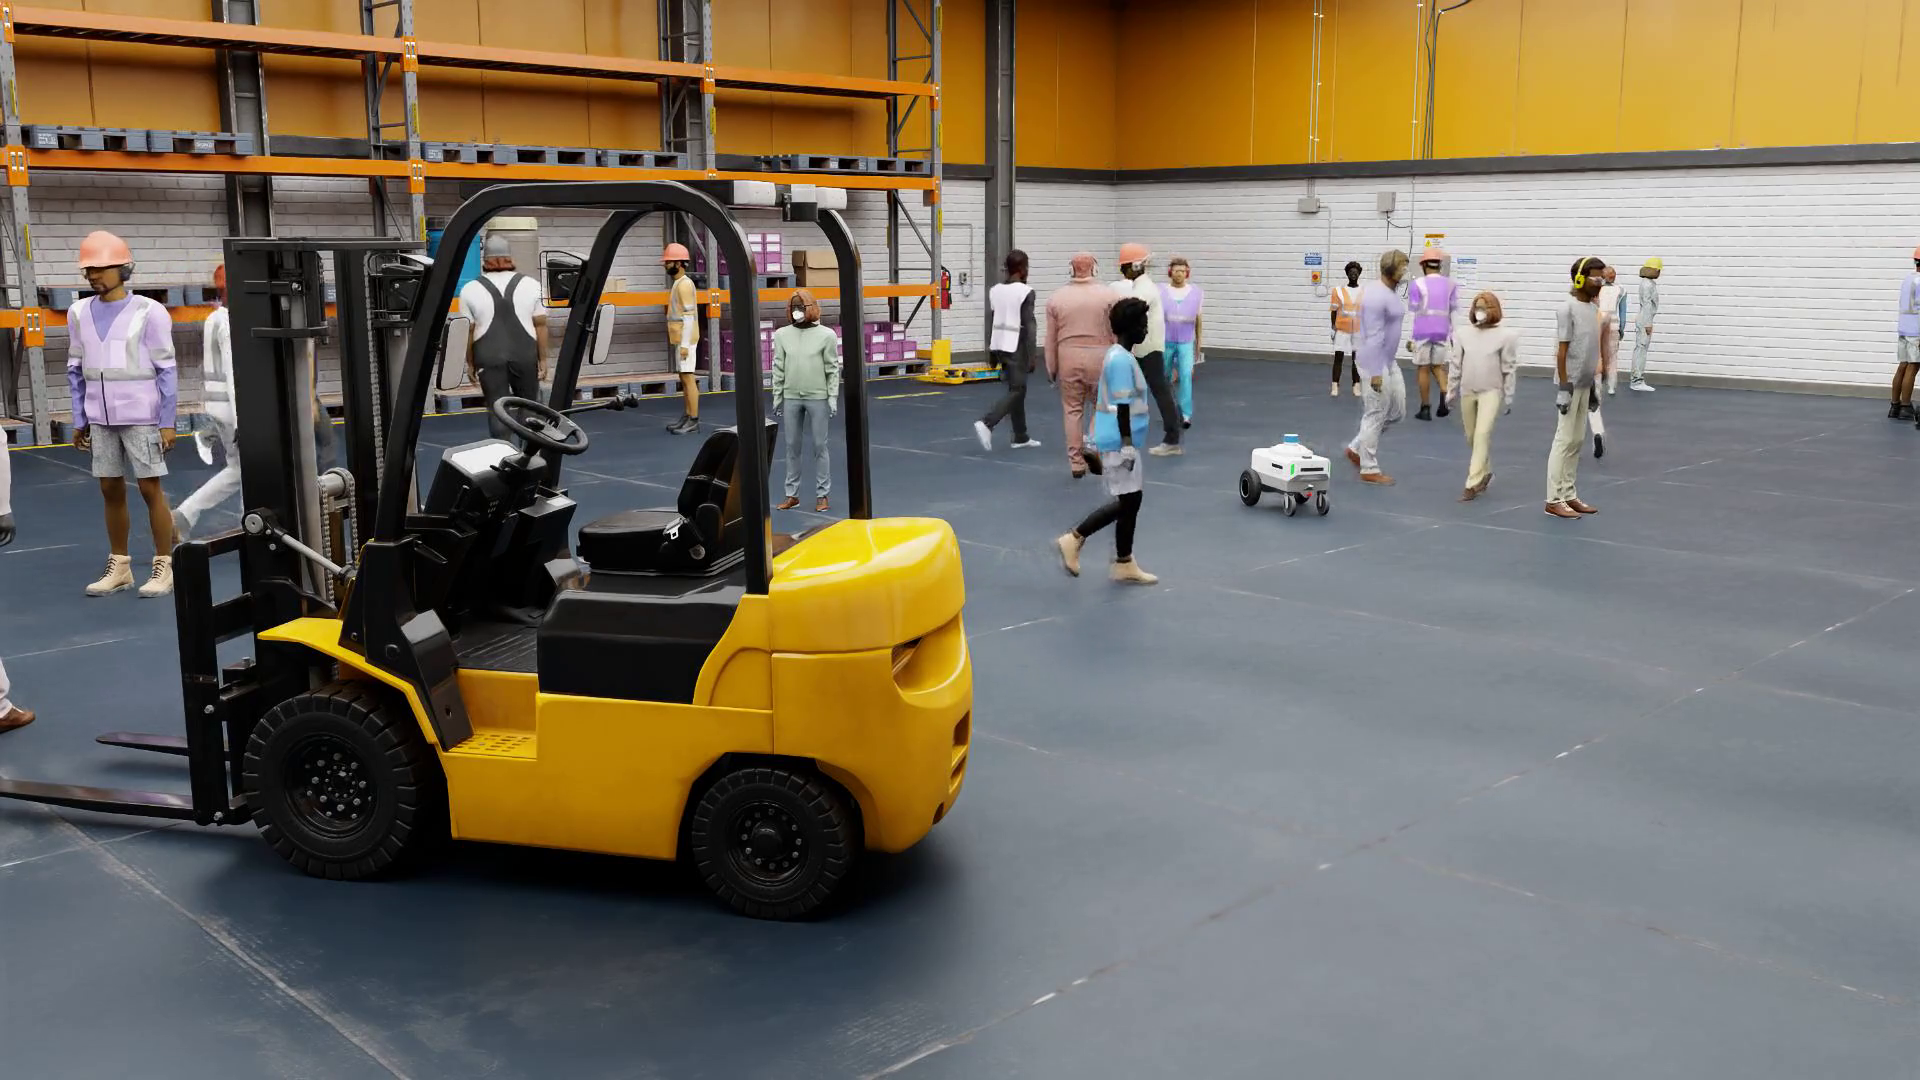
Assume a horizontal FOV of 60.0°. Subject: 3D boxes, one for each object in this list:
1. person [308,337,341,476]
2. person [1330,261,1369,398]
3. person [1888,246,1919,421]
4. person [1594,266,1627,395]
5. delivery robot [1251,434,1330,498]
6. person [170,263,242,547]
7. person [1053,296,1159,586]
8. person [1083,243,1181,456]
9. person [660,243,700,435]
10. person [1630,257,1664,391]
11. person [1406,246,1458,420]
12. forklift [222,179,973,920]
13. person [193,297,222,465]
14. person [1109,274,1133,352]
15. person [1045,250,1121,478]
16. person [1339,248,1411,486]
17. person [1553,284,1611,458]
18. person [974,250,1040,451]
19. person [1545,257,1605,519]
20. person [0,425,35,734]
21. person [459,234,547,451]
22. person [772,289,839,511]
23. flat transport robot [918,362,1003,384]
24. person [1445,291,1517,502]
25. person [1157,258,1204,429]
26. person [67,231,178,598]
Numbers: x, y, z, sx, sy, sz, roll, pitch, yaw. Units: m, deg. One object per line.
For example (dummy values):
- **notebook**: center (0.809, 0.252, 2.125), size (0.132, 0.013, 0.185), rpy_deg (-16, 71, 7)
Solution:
- **person**: center (-4.499, -0.958, 11.364), size (0.542, 1.819, 0.539), rpy_deg (7, 12, 33)
- **person**: center (4.885, -2.624, 20.788), size (0.536, 1.696, 0.322), rpy_deg (1, 10, 5)
- **person**: center (10.504, -2.277, 18.248), size (0.368, 1.932, 0.551), rpy_deg (2, 11, 9)
- **person**: center (8.169, -2.650, 21.095), size (0.525, 1.636, 0.307), rpy_deg (1, 10, 6)
- **delivery robot**: center (2.437, -0.537, 12.272), size (0.477, 0.478, 0.707), rpy_deg (-3, 11, -15)
- **person**: center (-4.549, -0.777, 10.286), size (0.729, 1.862, 0.592), rpy_deg (-7, 12, -32)
- **person**: center (0.867, -0.558, 9.554), size (0.517, 1.678, 0.542), rpy_deg (2, 11, 9)
- **person**: center (1.593, -1.734, 15.262), size (0.998, 1.930, 0.644), rpy_deg (0, 10, 0)
- **person**: center (-2.843, -2.039, 16.939), size (0.372, 1.939, 0.544), rpy_deg (-3, 11, -14)
- **person**: center (9.014, -2.826, 21.790), size (0.310, 1.735, 0.484), rpy_deg (3, 11, 17)
- **person**: center (5.165, -2.252, 18.237), size (0.549, 1.898, 0.552), rpy_deg (-2, 11, -10)
- **forklift**: center (-1.114, -0.058, 5.440), size (2.313, 2.155, 1.214), rpy_deg (2, 11, 13)
- **person**: center (-6.224, -1.531, 14.296), size (0.695, 1.903, 0.596), rpy_deg (1, 10, 7)
- **person**: center (1.761, -2.045, 17.291), size (0.558, 1.831, 0.659), rpy_deg (5, 12, 27)
- **person**: center (1.026, -1.450, 13.828), size (0.674, 1.892, 0.442), rpy_deg (2, 11, 13)
- **person**: center (3.381, -1.387, 13.454), size (0.467, 1.922, 0.640), rpy_deg (6, 12, 31)
- **person**: center (5.602, -1.518, 14.957), size (0.521, 1.617, 0.648), rpy_deg (1, 10, 5)
- **person**: center (0.456, -1.772, 15.644), size (0.814, 1.894, 0.601), rpy_deg (-8, 13, -37)
- **person**: center (4.463, -1.097, 11.995), size (0.329, 1.871, 0.510), rpy_deg (10, 14, 43)
- **person**: center (-4.115, -0.134, 6.658), size (0.639, 1.902, 0.407), rpy_deg (-1, 10, -7)
- **person**: center (-3.787, -1.519, 13.826), size (0.698, 2.000, 0.536), rpy_deg (-3, 11, -17)
- **person**: center (-1.135, -1.021, 12.219), size (0.505, 1.632, 0.269), rpy_deg (3, 11, 14)
- **flat transport robot**: center (0.147, -2.326, 23.056), size (0.652, 0.197, 1.431), rpy_deg (10, 14, 42)
- **person**: center (4.064, -1.130, 12.924), size (0.504, 1.603, 0.801), rpy_deg (10, 14, 42)
- **person**: center (2.291, -2.092, 17.650), size (0.573, 1.790, 1.003), rpy_deg (0, 10, 1)
- **person**: center (-4.682, -0.684, 9.271), size (0.616, 2.039, 0.384), rpy_deg (1, 10, 8)
